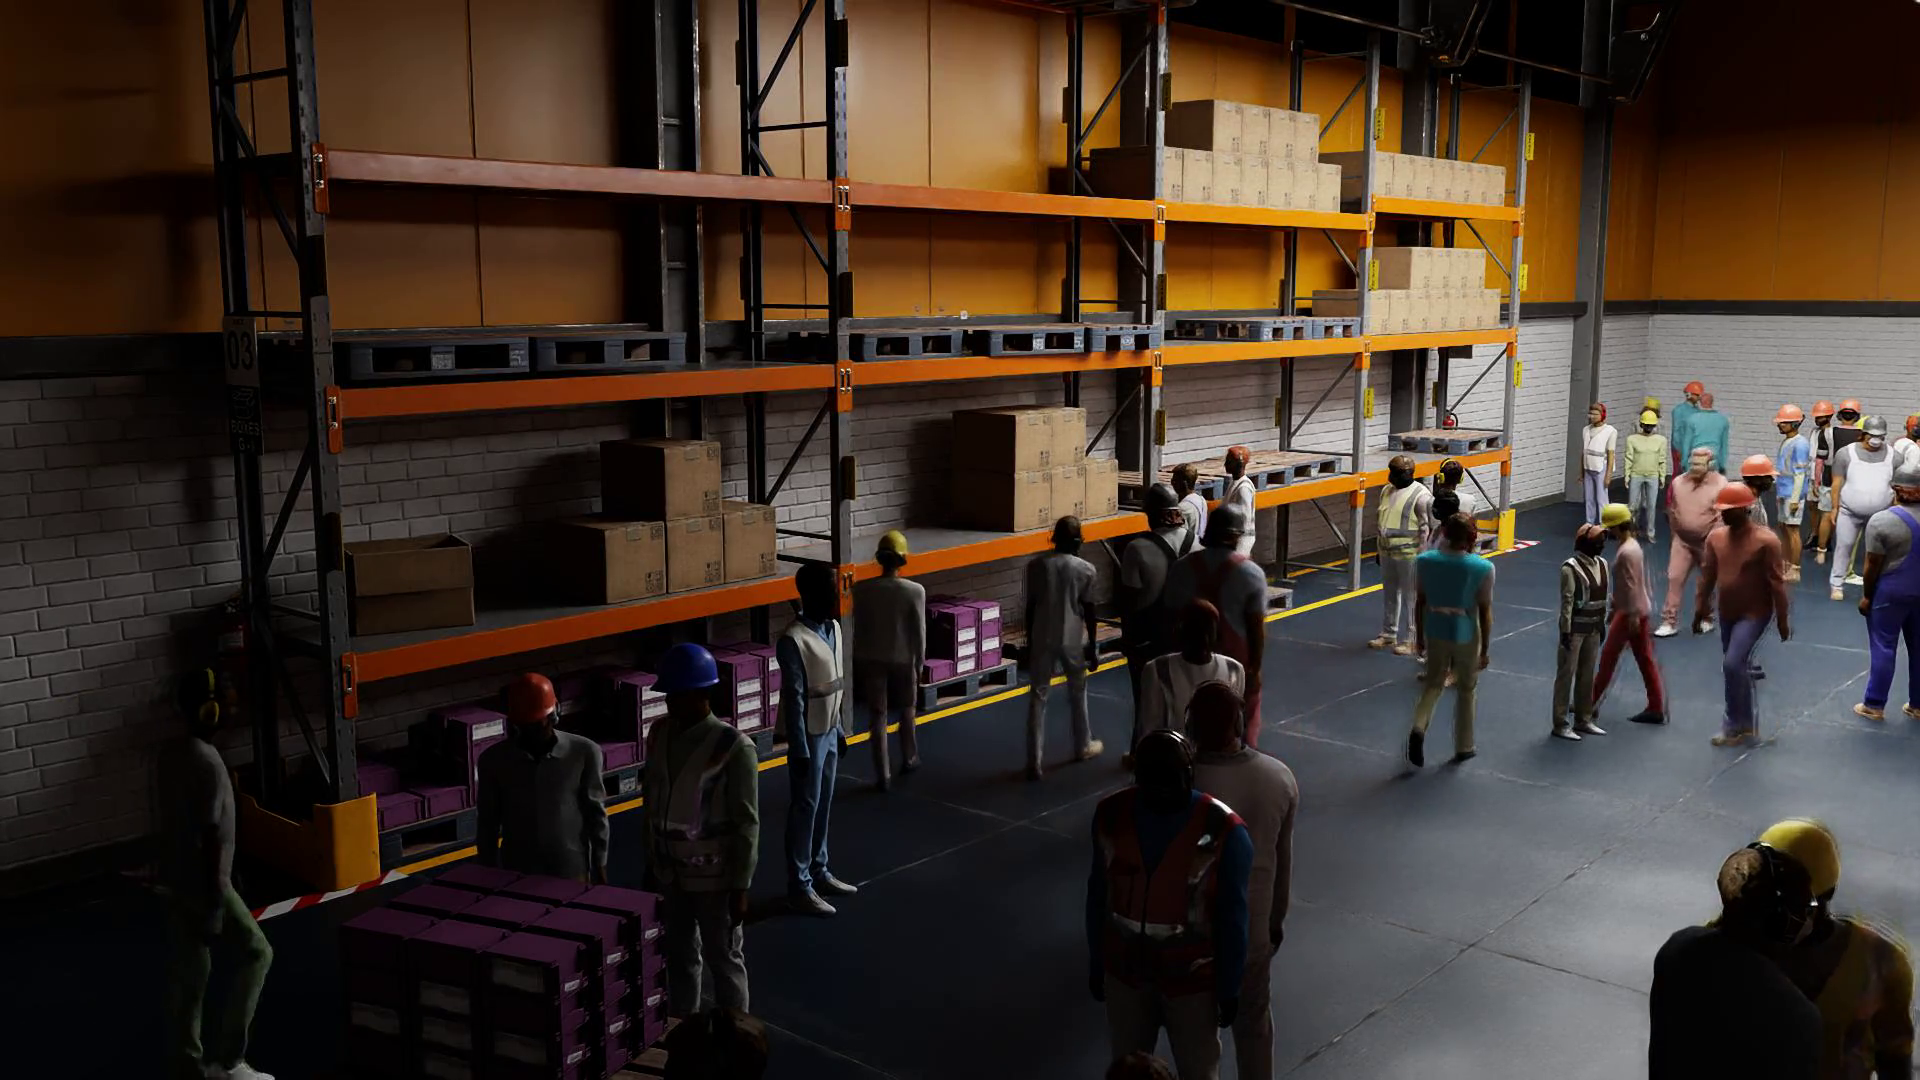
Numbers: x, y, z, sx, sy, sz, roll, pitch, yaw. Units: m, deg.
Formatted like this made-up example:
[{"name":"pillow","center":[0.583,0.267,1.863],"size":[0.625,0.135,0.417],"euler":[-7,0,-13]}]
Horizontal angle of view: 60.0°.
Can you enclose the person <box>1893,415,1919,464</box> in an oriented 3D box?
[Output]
[{"name":"person","center":[11.118,-0.529,19.530],"size":[0.375,1.879,0.580],"euler":[2,9,11]}]

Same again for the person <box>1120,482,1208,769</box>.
[{"name":"person","center":[1.401,0.595,11.740],"size":[0.681,2.000,0.535],"euler":[-4,10,-23]}]

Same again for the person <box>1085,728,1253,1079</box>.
[{"name":"person","center":[0.744,1.577,6.095],"size":[0.624,1.835,0.431],"euler":[5,10,27]}]

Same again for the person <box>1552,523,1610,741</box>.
[{"name":"person","center":[4.679,0.681,12.504],"size":[0.514,1.634,0.313],"euler":[-6,11,-33]}]

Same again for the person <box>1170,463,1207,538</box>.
[{"name":"person","center":[2.019,0.237,14.712],"size":[0.343,1.838,0.509],"euler":[5,10,31]}]

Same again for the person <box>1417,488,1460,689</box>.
[{"name":"person","center":[4.092,0.407,14.060],"size":[0.317,1.695,0.540],"euler":[-1,9,-6]}]

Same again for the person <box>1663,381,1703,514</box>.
[{"name":"person","center":[10.692,-1.343,24.445],"size":[0.628,1.978,0.427],"euler":[-4,10,-25]}]

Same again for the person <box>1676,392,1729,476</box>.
[{"name":"person","center":[10.421,-1.136,23.372],"size":[0.648,1.905,0.399],"euler":[-1,9,-6]}]

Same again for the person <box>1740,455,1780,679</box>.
[{"name":"person","center":[6.864,0.225,14.442],"size":[0.352,1.942,0.546],"euler":[4,10,23]}]

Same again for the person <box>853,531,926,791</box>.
[{"name":"person","center":[-0.468,0.798,11.388],"size":[0.528,1.740,0.759],"euler":[1,9,7]}]

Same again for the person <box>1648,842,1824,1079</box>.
[{"name":"person","center":[2.120,1.761,4.546],"size":[0.359,1.938,0.635],"euler":[-1,9,-8]}]

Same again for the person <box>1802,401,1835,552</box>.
[{"name":"person","center":[10.933,-0.807,21.143],"size":[0.388,1.930,0.544],"euler":[-2,9,-12]}]

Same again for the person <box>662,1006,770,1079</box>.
[{"name":"person","center":[-0.497,1.932,3.795],"size":[0.338,1.838,0.503],"euler":[-1,9,-8]}]

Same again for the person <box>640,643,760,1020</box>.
[{"name":"person","center":[-1.105,1.381,6.963],"size":[0.603,1.949,0.389],"euler":[6,11,34]}]

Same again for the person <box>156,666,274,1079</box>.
[{"name":"person","center":[-3.129,1.438,6.954],"size":[0.486,1.842,0.514],"euler":[6,11,35]}]

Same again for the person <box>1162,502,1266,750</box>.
[{"name":"person","center":[1.666,0.738,10.815],"size":[0.704,2.000,0.537],"euler":[5,10,27]}]

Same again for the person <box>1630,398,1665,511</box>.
[{"name":"person","center":[10.311,-1.292,24.999],"size":[0.499,1.696,0.834],"euler":[4,10,26]}]

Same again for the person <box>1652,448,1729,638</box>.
[{"name":"person","center":[7.053,0.036,15.962],"size":[0.956,1.843,0.638],"euler":[-8,12,-42]}]

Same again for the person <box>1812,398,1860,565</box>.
[{"name":"person","center":[10.653,-0.694,20.095],"size":[0.617,2.030,0.403],"euler":[4,10,24]}]

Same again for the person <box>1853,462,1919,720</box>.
[{"name":"person","center":[7.355,0.396,13.023],"size":[0.684,2.000,0.538],"euler":[0,9,1]}]

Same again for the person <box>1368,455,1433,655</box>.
[{"name":"person","center":[4.066,0.132,15.372],"size":[0.429,1.839,0.634],"euler":[-5,10,-28]}]

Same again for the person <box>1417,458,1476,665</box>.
[{"name":"person","center":[4.328,0.205,14.807],"size":[0.526,1.871,0.324],"euler":[-3,9,-20]}]

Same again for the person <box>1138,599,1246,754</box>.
[{"name":"person","center":[1.173,1.204,8.524],"size":[0.591,1.836,1.010],"euler":[-1,9,-7]}]

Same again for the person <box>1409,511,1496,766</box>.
[{"name":"person","center":[3.451,0.708,11.736],"size":[0.566,1.827,0.733],"euler":[6,11,35]}]

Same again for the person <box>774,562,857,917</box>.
[{"name":"person","center":[-0.802,1.065,9.097],"size":[0.391,1.922,0.593],"euler":[3,9,17]}]

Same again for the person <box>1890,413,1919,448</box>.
[{"name":"person","center":[12.462,-0.809,21.837],"size":[0.526,1.718,0.900],"euler":[7,11,37]}]

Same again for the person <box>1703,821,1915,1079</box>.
[{"name":"person","center":[2.552,1.713,5.076],"size":[0.594,1.886,0.806],"euler":[6,10,32]}]

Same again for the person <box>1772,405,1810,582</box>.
[{"name":"person","center":[9.464,-0.530,19.037],"size":[0.410,2.035,0.611],"euler":[1,9,9]}]

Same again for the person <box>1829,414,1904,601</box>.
[{"name":"person","center":[9.697,-0.345,17.805],"size":[0.686,2.000,0.538],"euler":[3,9,20]}]

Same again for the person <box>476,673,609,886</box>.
[{"name":"person","center":[-1.840,1.430,7.340],"size":[0.574,1.737,0.354],"euler":[-1,9,-9]}]

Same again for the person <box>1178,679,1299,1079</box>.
[{"name":"person","center":[0.979,1.483,6.456],"size":[0.642,1.905,0.399],"euler":[-4,10,-23]}]

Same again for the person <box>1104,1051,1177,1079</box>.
[{"name":"person","center":[0.410,2.031,3.930],"size":[0.505,1.591,0.798],"euler":[2,9,12]}]

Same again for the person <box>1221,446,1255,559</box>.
[{"name":"person","center":[2.621,0.041,15.820],"size":[0.355,1.885,0.575],"euler":[0,9,-1]}]

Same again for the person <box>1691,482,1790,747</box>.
[{"name":"person","center":[5.729,0.552,12.299],"size":[0.734,1.959,0.660],"euler":[-4,10,-22]}]

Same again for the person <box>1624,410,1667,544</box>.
[{"name":"person","center":[8.956,-0.817,21.751],"size":[0.525,1.760,0.340],"euler":[2,9,11]}]

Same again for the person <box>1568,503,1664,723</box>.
[{"name":"person","center":[5.119,0.568,12.945],"size":[0.844,1.702,0.538],"euler":[4,10,25]}]

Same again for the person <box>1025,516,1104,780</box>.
[{"name":"person","center":[0.709,0.732,11.661],"size":[0.545,1.796,0.803],"euler":[2,9,13]}]

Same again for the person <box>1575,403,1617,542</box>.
[{"name":"person","center":[8.426,-0.888,21.964],"size":[0.388,1.838,0.562],"euler":[-3,9,-20]}]
